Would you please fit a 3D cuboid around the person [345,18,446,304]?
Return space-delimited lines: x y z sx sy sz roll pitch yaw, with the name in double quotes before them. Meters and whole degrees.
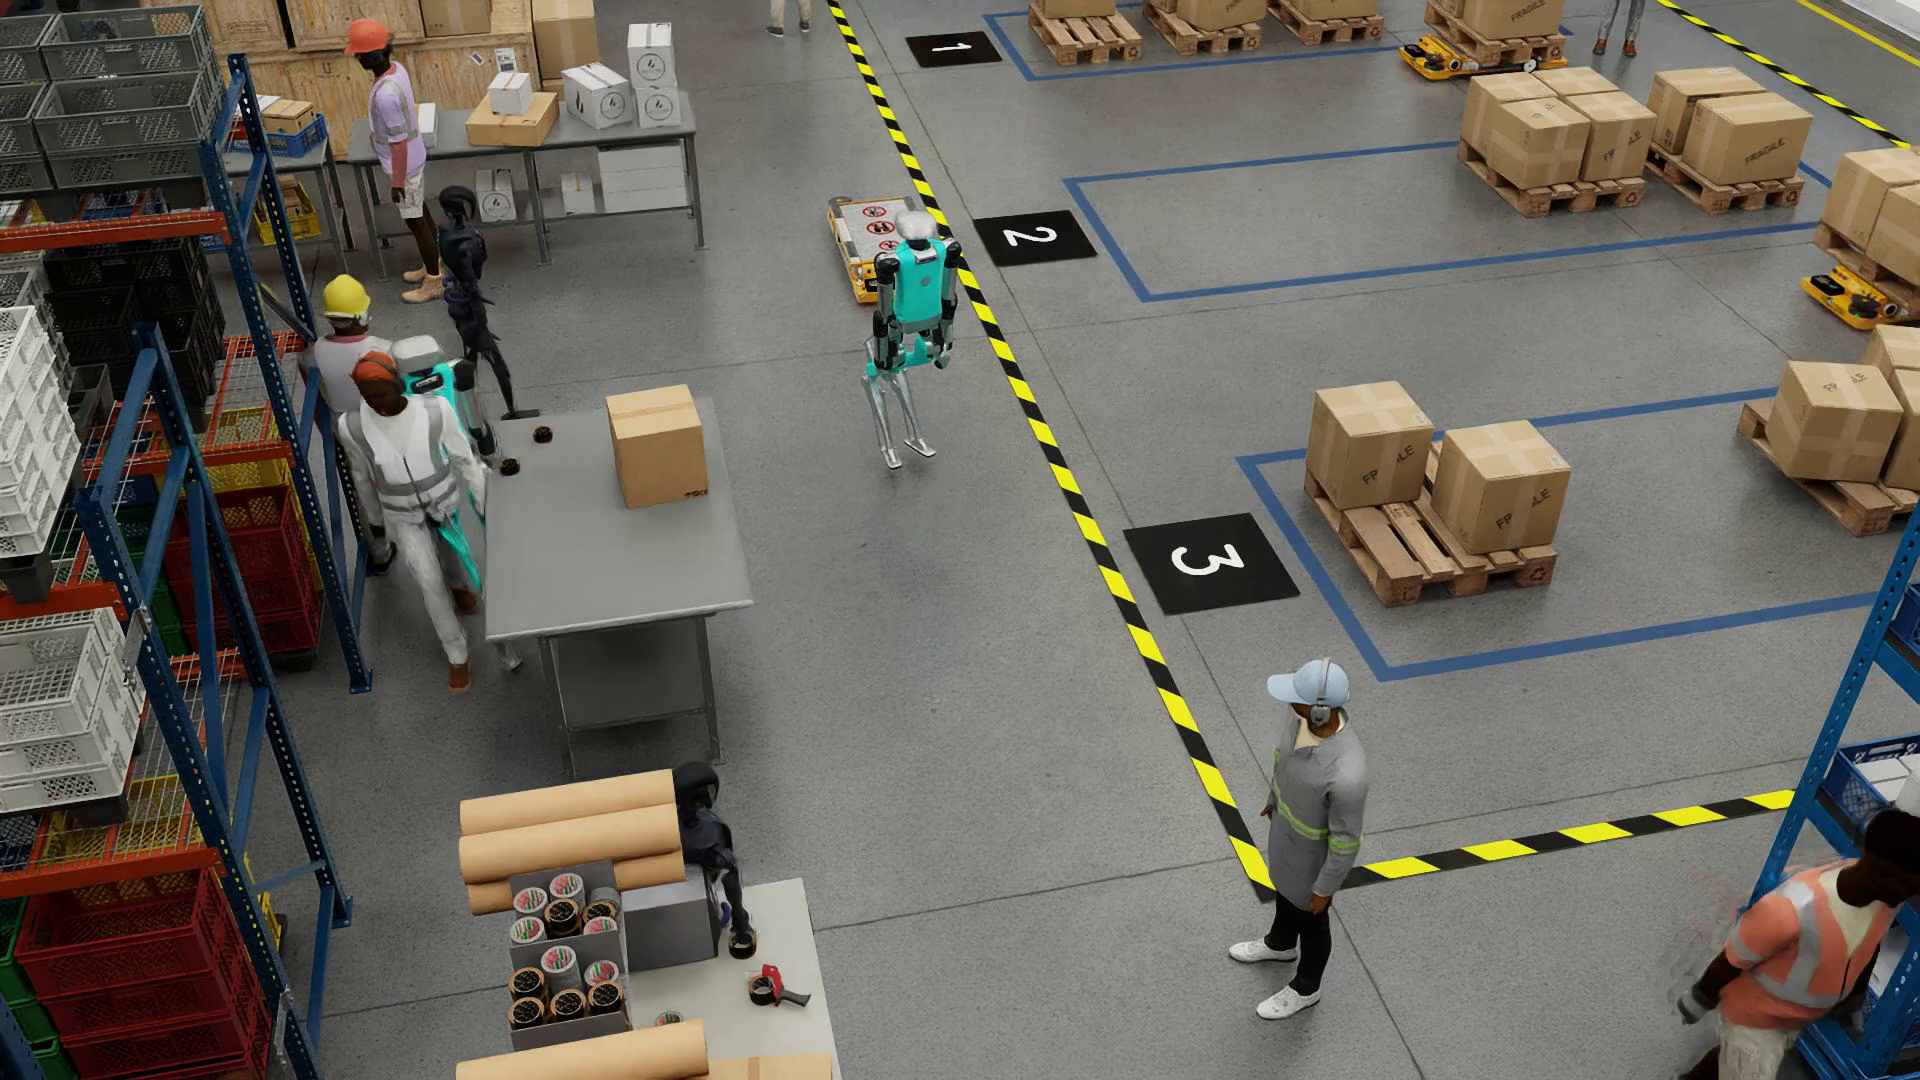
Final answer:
"person" -3.915 -2.632 11.608 0.373 2.043 0.604 -7 37 -9

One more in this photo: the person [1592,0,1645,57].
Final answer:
"person" 6.355 -5.479 15.565 0.590 1.883 0.371 9 38 11

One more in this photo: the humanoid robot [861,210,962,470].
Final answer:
"humanoid robot" -0.361 -1.249 9.890 0.533 1.677 0.735 -19 41 -23

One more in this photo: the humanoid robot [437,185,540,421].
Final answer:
"humanoid robot" -3.095 -1.408 10.306 0.721 1.652 0.608 -13 39 -17

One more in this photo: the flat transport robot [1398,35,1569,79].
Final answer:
"flat transport robot" 4.963 -4.628 15.750 1.431 0.197 0.652 -8 37 -10

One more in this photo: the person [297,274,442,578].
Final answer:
"person" -3.173 -0.591 9.039 0.599 1.827 0.404 1 37 1

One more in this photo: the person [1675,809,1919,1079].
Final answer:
"person" 2.949 1.623 5.983 0.621 1.924 0.543 -17 40 -21

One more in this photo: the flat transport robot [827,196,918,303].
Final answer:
"flat transport robot" -0.570 -2.220 12.538 0.659 0.231 1.431 -8 37 -10

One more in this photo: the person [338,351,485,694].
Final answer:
"person" -2.746 -0.198 8.508 0.631 1.840 0.963 -14 39 -18

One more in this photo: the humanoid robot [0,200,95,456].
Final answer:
"humanoid robot" -5.732 -1.132 9.858 0.928 1.749 0.561 -17 40 -21

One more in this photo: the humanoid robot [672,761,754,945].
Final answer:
"humanoid robot" -1.026 1.484 6.390 0.399 1.642 0.592 -30 46 -34

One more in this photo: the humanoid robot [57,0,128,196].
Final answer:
"humanoid robot" -6.830 -3.521 13.126 0.544 1.624 0.608 29 46 33

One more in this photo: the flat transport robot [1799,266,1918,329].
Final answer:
"flat transport robot" 6.910 -1.831 11.992 1.431 0.197 0.652 -8 37 -10

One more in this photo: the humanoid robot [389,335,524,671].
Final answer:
"humanoid robot" -2.486 -0.107 8.518 0.545 1.811 0.853 -26 44 -30

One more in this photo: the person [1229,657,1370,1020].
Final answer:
"person" 1.347 1.189 6.630 0.390 1.849 0.594 -7 37 -10

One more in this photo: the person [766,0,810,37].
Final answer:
"person" -1.692 -5.755 16.031 0.561 1.769 0.400 -17 40 -21

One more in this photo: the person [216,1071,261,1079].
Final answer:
"person" -2.032 2.267 5.187 0.624 1.846 0.429 -18 40 -22

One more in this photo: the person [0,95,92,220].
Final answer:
"person" -6.924 -2.832 12.007 0.598 1.882 1.034 17 40 22
